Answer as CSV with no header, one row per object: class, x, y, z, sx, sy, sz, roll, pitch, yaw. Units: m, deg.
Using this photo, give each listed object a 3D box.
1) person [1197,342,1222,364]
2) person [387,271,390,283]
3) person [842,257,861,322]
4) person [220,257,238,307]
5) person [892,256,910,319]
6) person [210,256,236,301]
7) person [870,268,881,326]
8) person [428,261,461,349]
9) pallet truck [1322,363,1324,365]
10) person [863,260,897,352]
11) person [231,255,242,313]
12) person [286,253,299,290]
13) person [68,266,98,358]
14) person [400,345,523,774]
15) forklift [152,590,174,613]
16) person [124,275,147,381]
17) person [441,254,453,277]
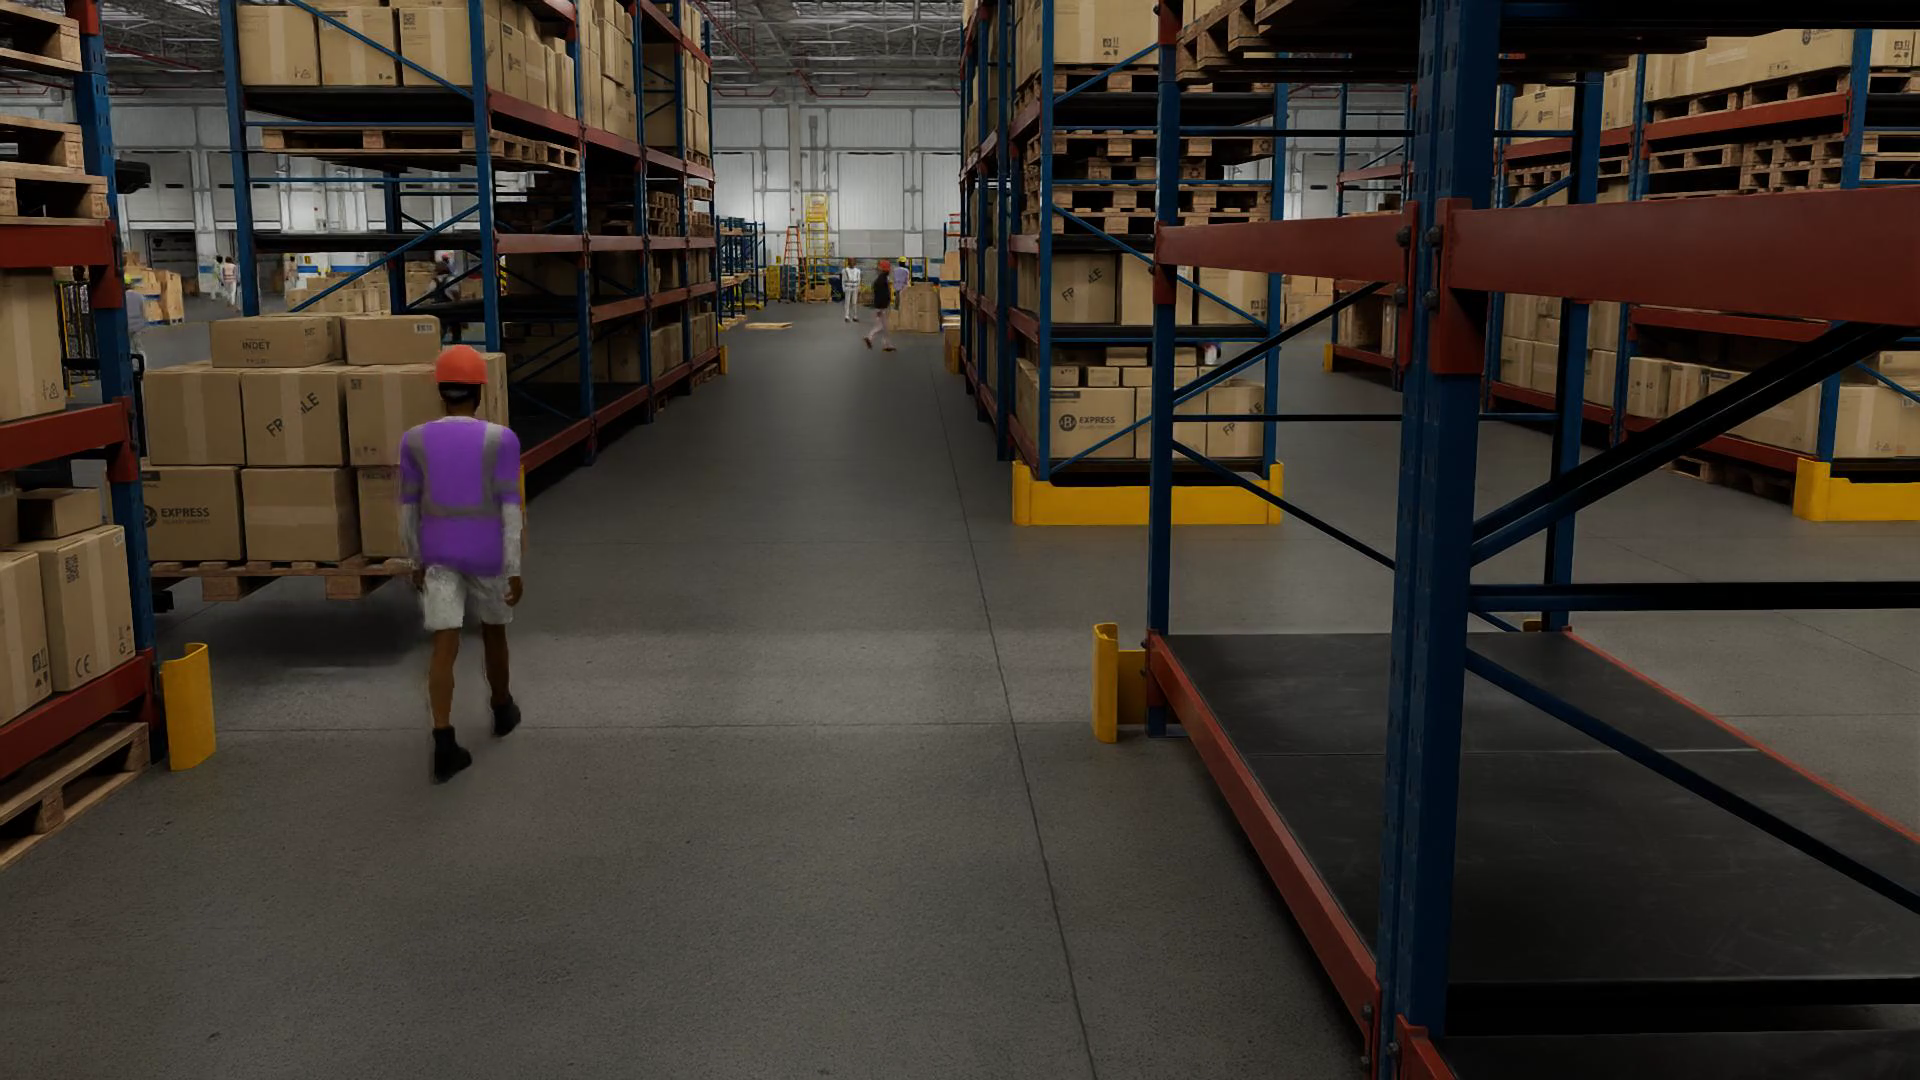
person,3.323,-2.660,22.985,0.651,1.785,0.996,0,10,-1
person,-18.722,-8.381,55.129,0.547,1.687,0.322,-10,14,-43
person,-3.161,-7.280,48.459,0.574,1.882,0.356,-5,11,-25
person,-26.308,-9.295,59.947,0.645,1.798,0.973,-4,11,-23
person,-1.704,-7.313,48.560,0.581,1.919,0.399,6,12,31
person,-29.056,-10.254,65.306,0.985,1.795,0.639,1,10,7
person,-2.240,-6.793,46.446,0.529,1.620,0.508,-1,10,-7
person,-10.136,-4.563,32.877,0.745,2.000,1.008,2,10,11
pallet truck,7.712,-4.157,30.737,1.885,1.965,0.823,3,11,16
person,-1.680,-4.940,35.195,0.612,1.963,0.644,1,10,6
person,-23.799,-8.448,54.882,0.815,1.908,0.651,-5,11,-25
person,-27.587,-10.920,68.659,0.535,1.908,0.608,4,11,19
person,-16.733,-4.300,31.754,0.588,1.920,0.392,2,10,9
person,-2.251,0.064,7.545,0.562,1.889,0.986,0,10,-2
forklift,-5.858,-0.811,9.639,1.873,2.768,1.129,-1,10,-3
person,-14.117,-3.588,28.143,0.894,1.792,0.603,7,12,34
person,-19.557,-9.953,63.357,1.012,1.883,0.568,-9,14,-42
